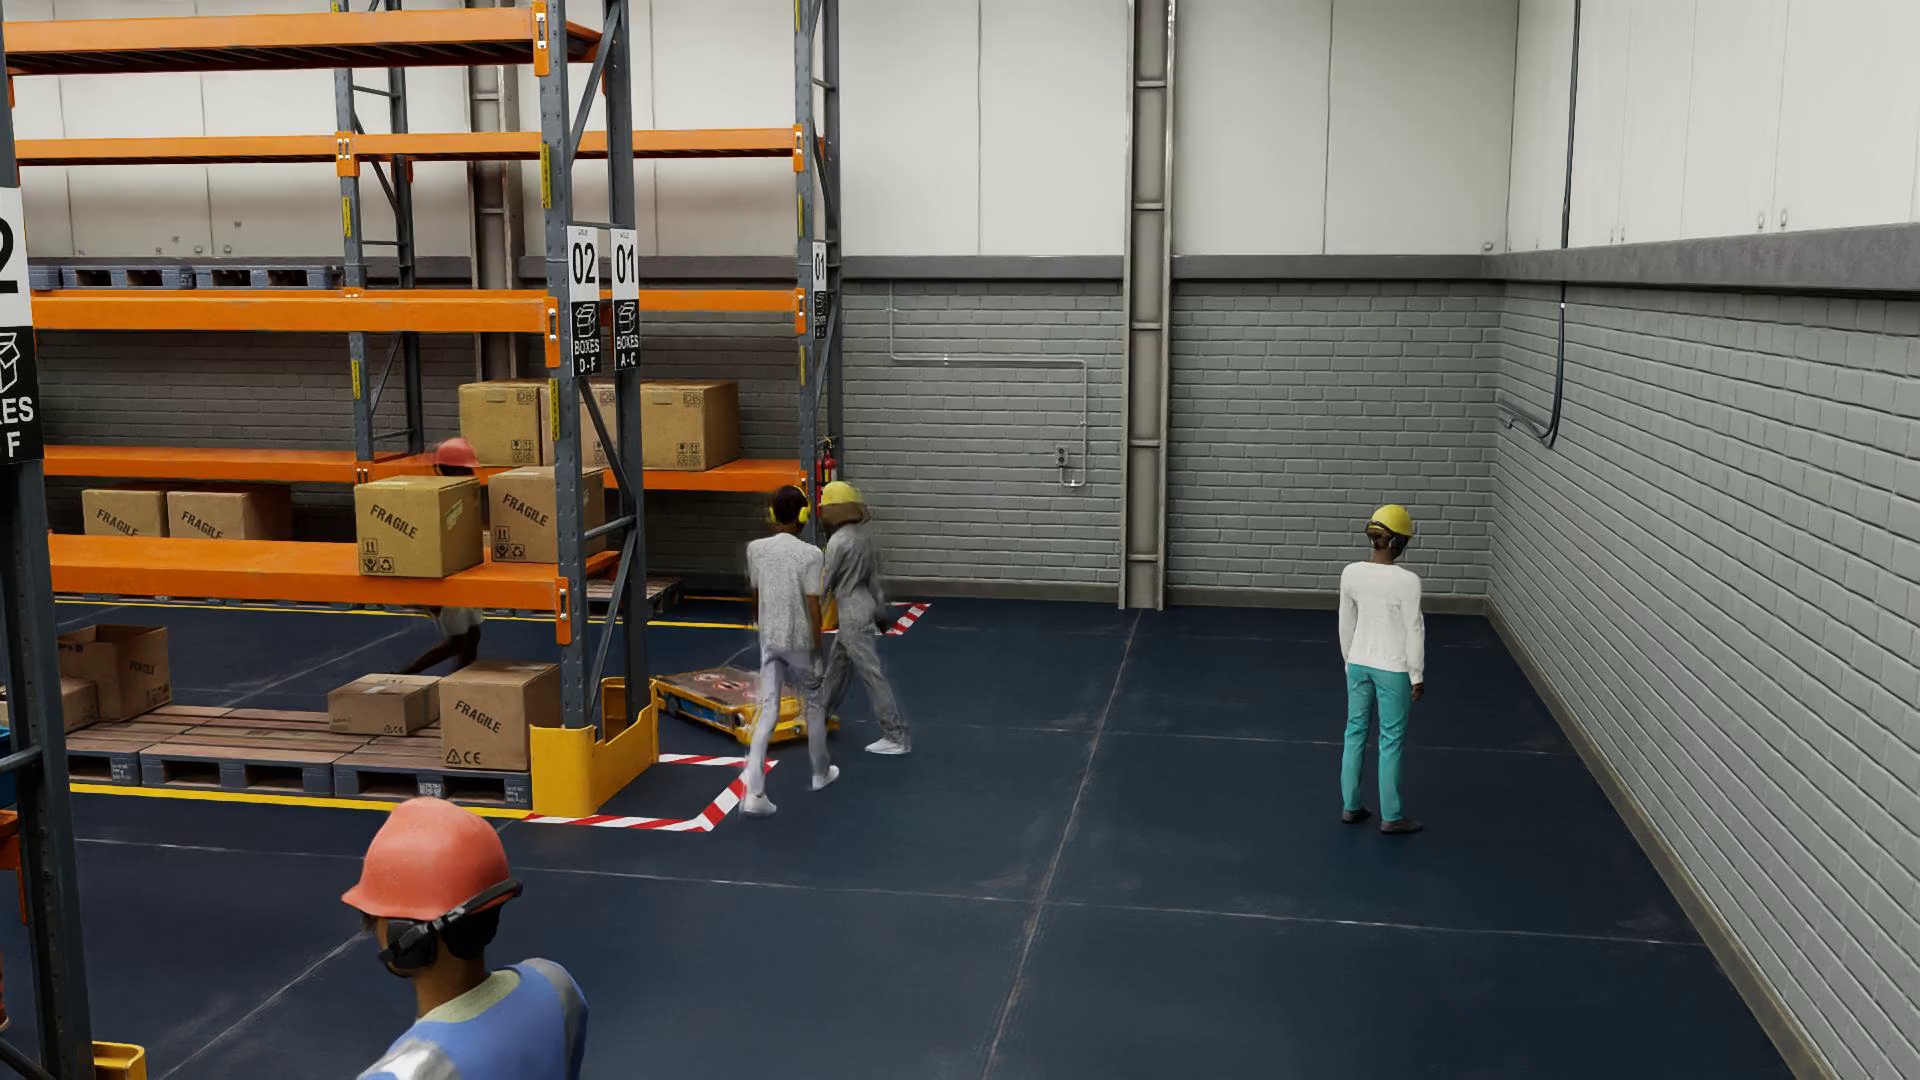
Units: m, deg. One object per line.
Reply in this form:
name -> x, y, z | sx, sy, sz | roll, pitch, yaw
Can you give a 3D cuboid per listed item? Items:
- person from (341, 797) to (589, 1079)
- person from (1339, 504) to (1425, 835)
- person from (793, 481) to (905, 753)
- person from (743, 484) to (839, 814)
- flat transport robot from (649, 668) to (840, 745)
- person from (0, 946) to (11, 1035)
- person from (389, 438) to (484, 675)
person -> -0.929, 1.477, 3.113 | 0.397, 2.043, 0.609 | 3, 10, 18
person -> 2.263, 0.687, 8.896 | 0.328, 1.760, 0.524 | -7, 12, -38
person -> -0.738, 0.482, 10.390 | 0.932, 1.686, 0.496 | 3, 9, 15
person -> -0.961, 0.596, 9.293 | 0.514, 1.820, 0.954 | 3, 10, 19
flat transport robot -> -1.476, 1.076, 11.084 | 0.652, 0.197, 1.431 | -7, 12, -38
person -> -3.986, 0.993, 6.317 | 0.611, 1.985, 0.414 | 1, 9, 4
person -> -3.431, 0.275, 10.994 | 0.664, 1.917, 0.546 | 1, 9, 5
